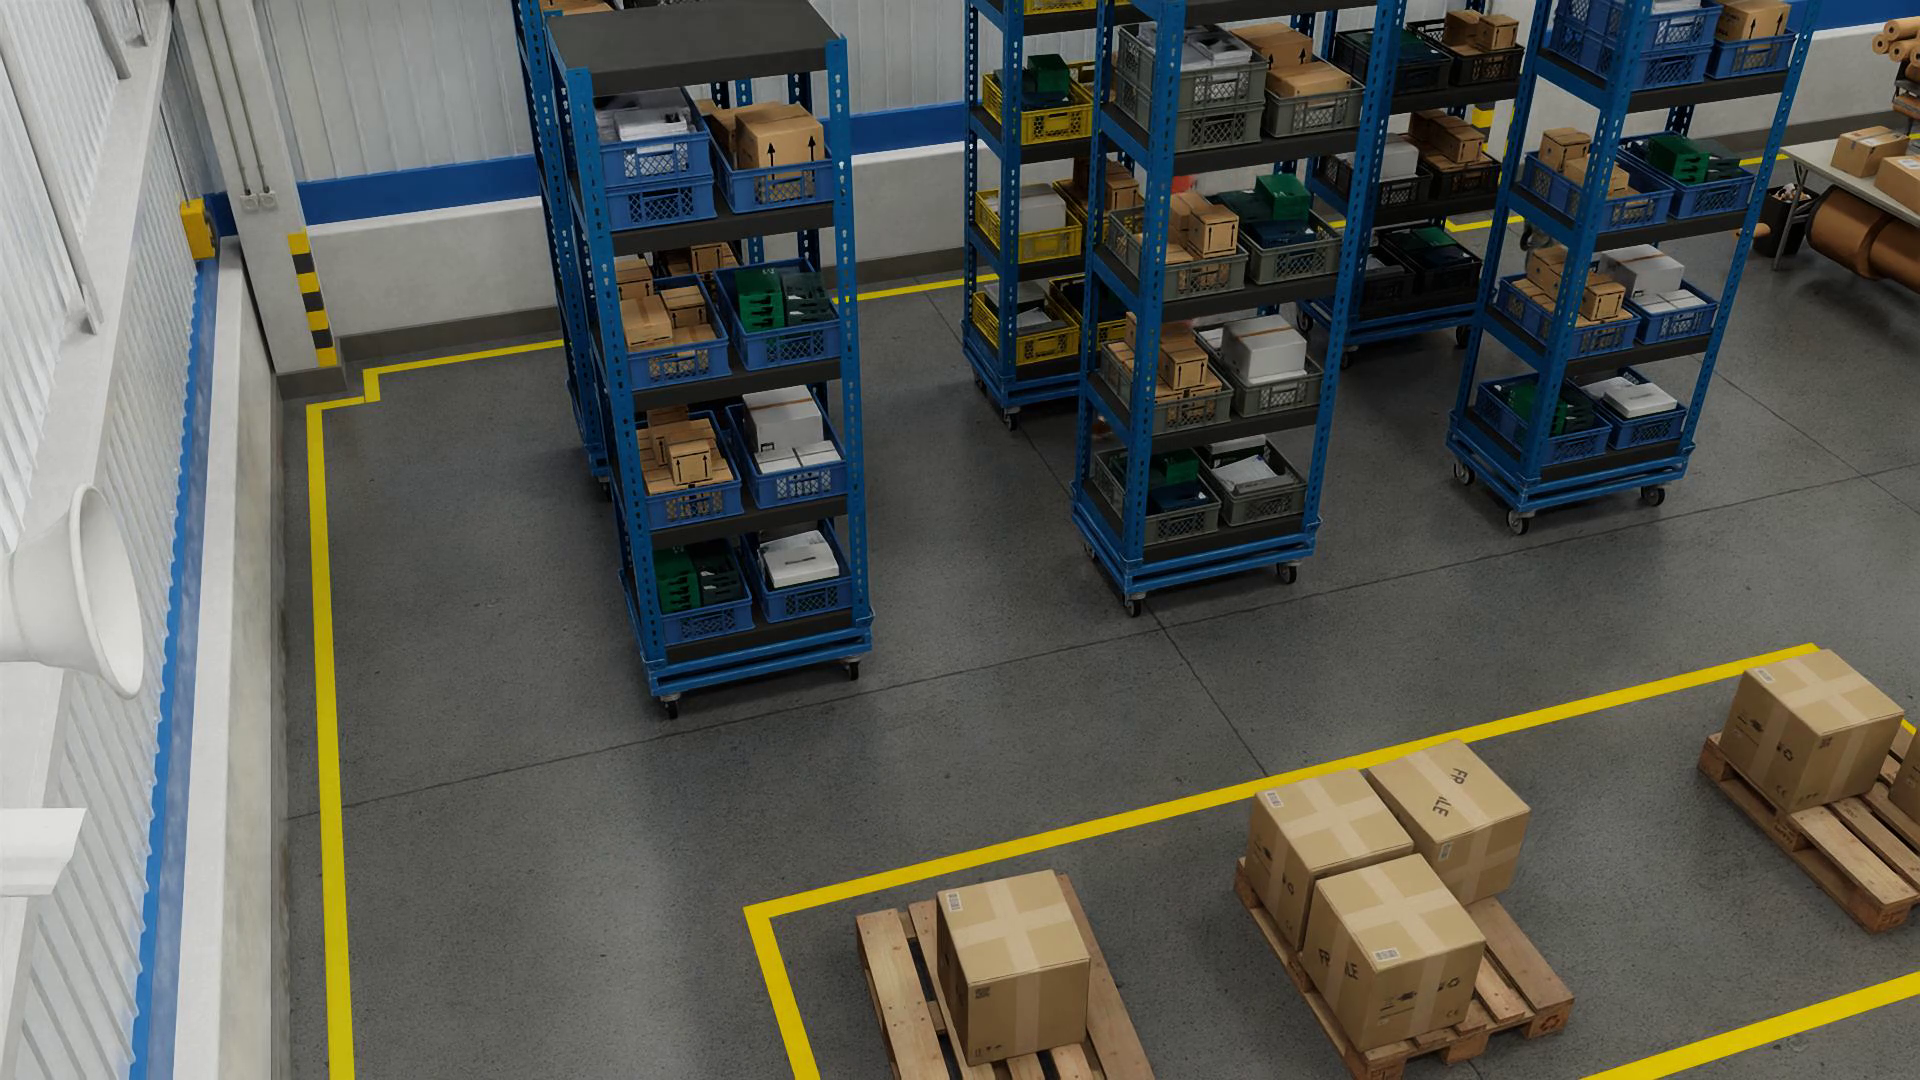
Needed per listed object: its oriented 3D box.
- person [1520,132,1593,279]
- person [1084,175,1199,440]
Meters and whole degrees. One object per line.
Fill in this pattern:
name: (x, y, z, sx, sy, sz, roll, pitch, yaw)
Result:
person: (4.266, -2.133, 11.884, 0.516, 1.633, 0.314, 28, 44, 33)
person: (1.247, -1.486, 10.683, 0.991, 1.949, 0.625, -28, 44, -33)
